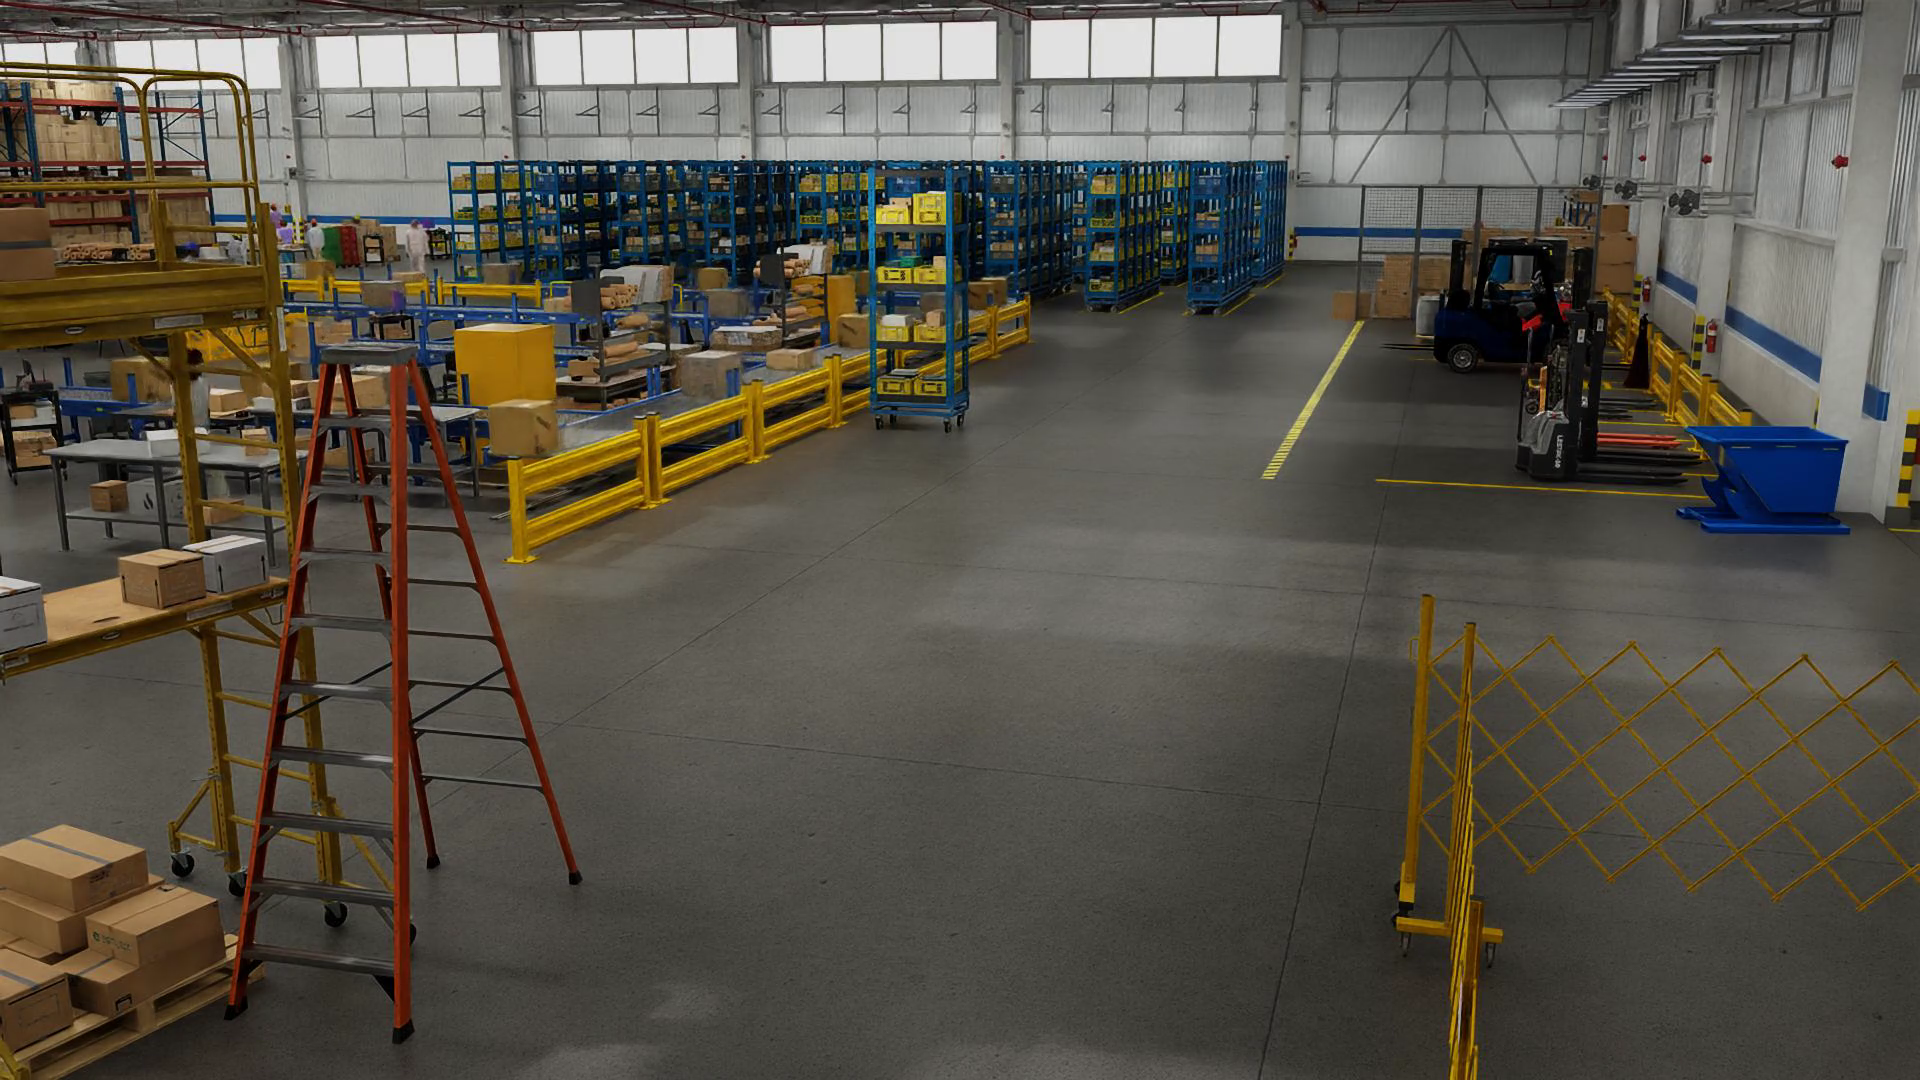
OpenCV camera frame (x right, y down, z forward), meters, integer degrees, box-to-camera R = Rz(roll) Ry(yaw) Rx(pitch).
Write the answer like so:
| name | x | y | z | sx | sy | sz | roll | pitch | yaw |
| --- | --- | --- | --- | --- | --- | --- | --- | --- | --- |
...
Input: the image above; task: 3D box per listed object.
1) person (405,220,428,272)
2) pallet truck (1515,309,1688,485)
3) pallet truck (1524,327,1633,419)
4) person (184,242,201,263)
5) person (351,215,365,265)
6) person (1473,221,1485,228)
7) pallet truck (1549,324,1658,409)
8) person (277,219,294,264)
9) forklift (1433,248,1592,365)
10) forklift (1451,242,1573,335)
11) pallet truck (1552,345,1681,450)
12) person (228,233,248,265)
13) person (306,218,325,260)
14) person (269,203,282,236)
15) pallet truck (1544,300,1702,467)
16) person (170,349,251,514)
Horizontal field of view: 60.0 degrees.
| name | x | y | z | sx | sy | sz | roll | pitch | yaw |
| --- | --- | --- | --- | --- | --- | --- | --- | --- | --- |
| person | -16.336 | -8.692 | 50.044 | 0.660 | 1.867 | 0.968 | -6 | 14 | -23 |
| pallet truck | 7.554 | -1.677 | 19.446 | 1.885 | 1.965 | 0.823 | 3 | 13 | 14 |
| pallet truck | 9.065 | -2.460 | 24.370 | 1.522 | 1.261 | 0.704 | 3 | 13 | 14 |
| person | -16.514 | -5.476 | 36.002 | 0.532 | 1.931 | 0.652 | -3 | 13 | -11 |
| person | -20.903 | -10.408 | 57.790 | 0.811 | 1.701 | 0.508 | 0 | 13 | -1 |
| person | 14.288 | -7.835 | 46.049 | 0.390 | 1.992 | 0.624 | 6 | 14 | 23 |
| pallet truck | 9.824 | -2.669 | 25.407 | 1.601 | 1.201 | 0.680 | 4 | 14 | 16 |
| person | -20.699 | -8.930 | 51.104 | 0.390 | 1.846 | 0.564 | 7 | 15 | 28 |
| forklift | 9.780 | -4.111 | 29.280 | 2.680 | 1.987 | 1.157 | 3 | 13 | 14 |
| forklift | 10.464 | -4.597 | 31.405 | 2.680 | 1.987 | 1.157 | 4 | 14 | 16 |
| pallet truck | 8.641 | -1.896 | 21.908 | 1.630 | 1.274 | 0.653 | 4 | 14 | 16 |
| person | -19.196 | -7.363 | 44.363 | 0.588 | 1.833 | 0.404 | 6 | 14 | 24 |
| person | -21.075 | -9.623 | 54.341 | 0.469 | 1.734 | 0.567 | 9 | 16 | 35 |
| person | -26.946 | -12.308 | 65.609 | 0.696 | 1.905 | 0.361 | 2 | 13 | 10 |
| pallet truck | 8.263 | -1.952 | 20.631 | 1.885 | 1.965 | 0.823 | 5 | 14 | 20 |
| person | -7.859 | -1.058 | 17.170 | 0.989 | 1.817 | 0.515 | 7 | 15 | 28 |
